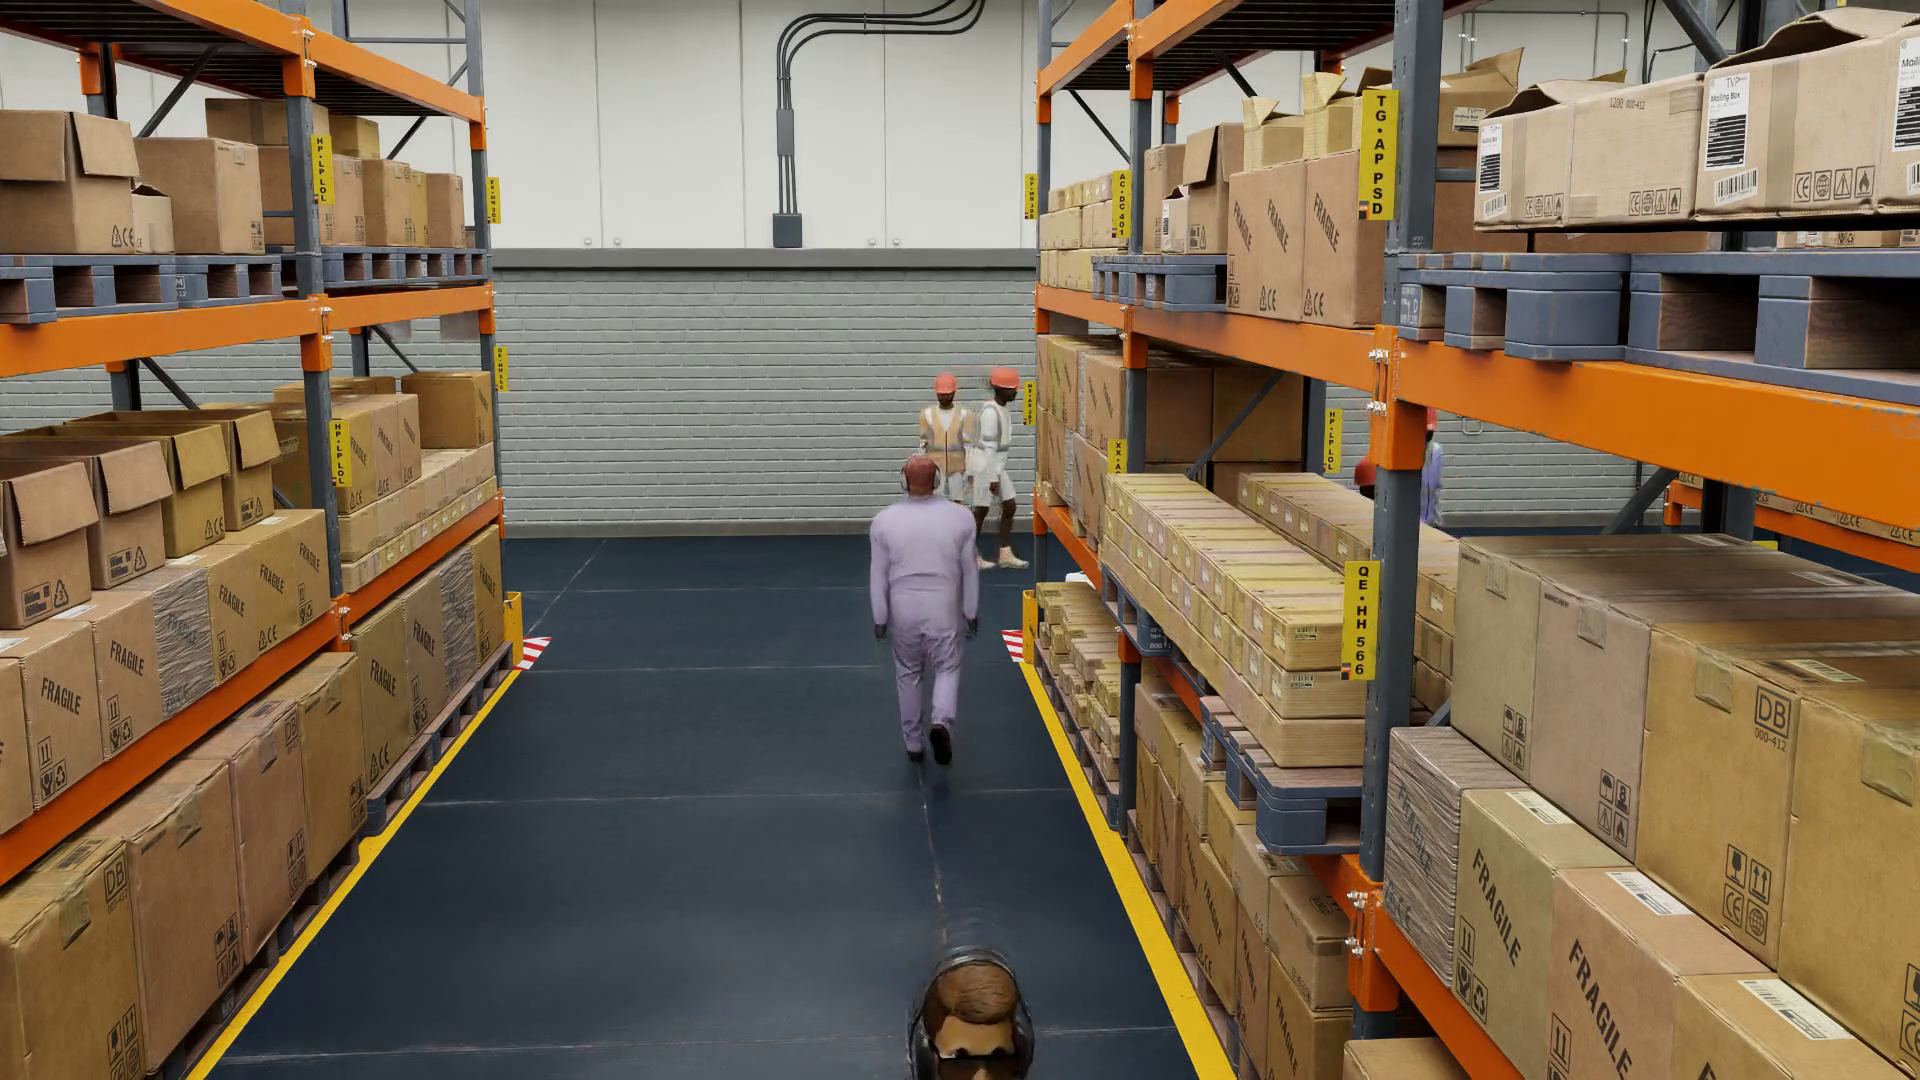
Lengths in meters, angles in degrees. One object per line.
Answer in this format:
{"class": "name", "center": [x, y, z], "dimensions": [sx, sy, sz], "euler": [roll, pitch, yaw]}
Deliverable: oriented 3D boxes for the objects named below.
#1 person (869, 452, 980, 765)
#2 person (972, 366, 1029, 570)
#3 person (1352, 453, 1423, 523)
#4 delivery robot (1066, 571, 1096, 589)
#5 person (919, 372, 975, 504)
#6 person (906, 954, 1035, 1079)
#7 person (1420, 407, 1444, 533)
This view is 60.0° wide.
{"class": "person", "center": [-0.214, 0.423, 9.877], "dimensions": [0.659, 1.892, 0.619], "euler": [0, 10, 1]}
{"class": "person", "center": [0.369, -0.673, 16.019], "dimensions": [0.766, 1.999, 0.613], "euler": [4, 10, 21]}
{"class": "person", "center": [2.384, 0.454, 9.627], "dimensions": [0.568, 1.917, 0.445], "euler": [-1, 10, -6]}
{"class": "delivery robot", "center": [1.180, 0.413, 13.607], "dimensions": [0.477, 0.478, 0.707], "euler": [-6, 11, -33]}
{"class": "person", "center": [-0.131, -0.702, 16.458], "dimensions": [0.557, 1.911, 0.687], "euler": [0, 10, 2]}
{"class": "person", "center": [0.023, 1.633, 2.995], "dimensions": [0.532, 1.806, 0.920], "euler": [-1, 10, -6]}
{"class": "person", "center": [3.661, -0.164, 13.300], "dimensions": [0.561, 1.905, 0.414], "euler": [-7, 12, -35]}
